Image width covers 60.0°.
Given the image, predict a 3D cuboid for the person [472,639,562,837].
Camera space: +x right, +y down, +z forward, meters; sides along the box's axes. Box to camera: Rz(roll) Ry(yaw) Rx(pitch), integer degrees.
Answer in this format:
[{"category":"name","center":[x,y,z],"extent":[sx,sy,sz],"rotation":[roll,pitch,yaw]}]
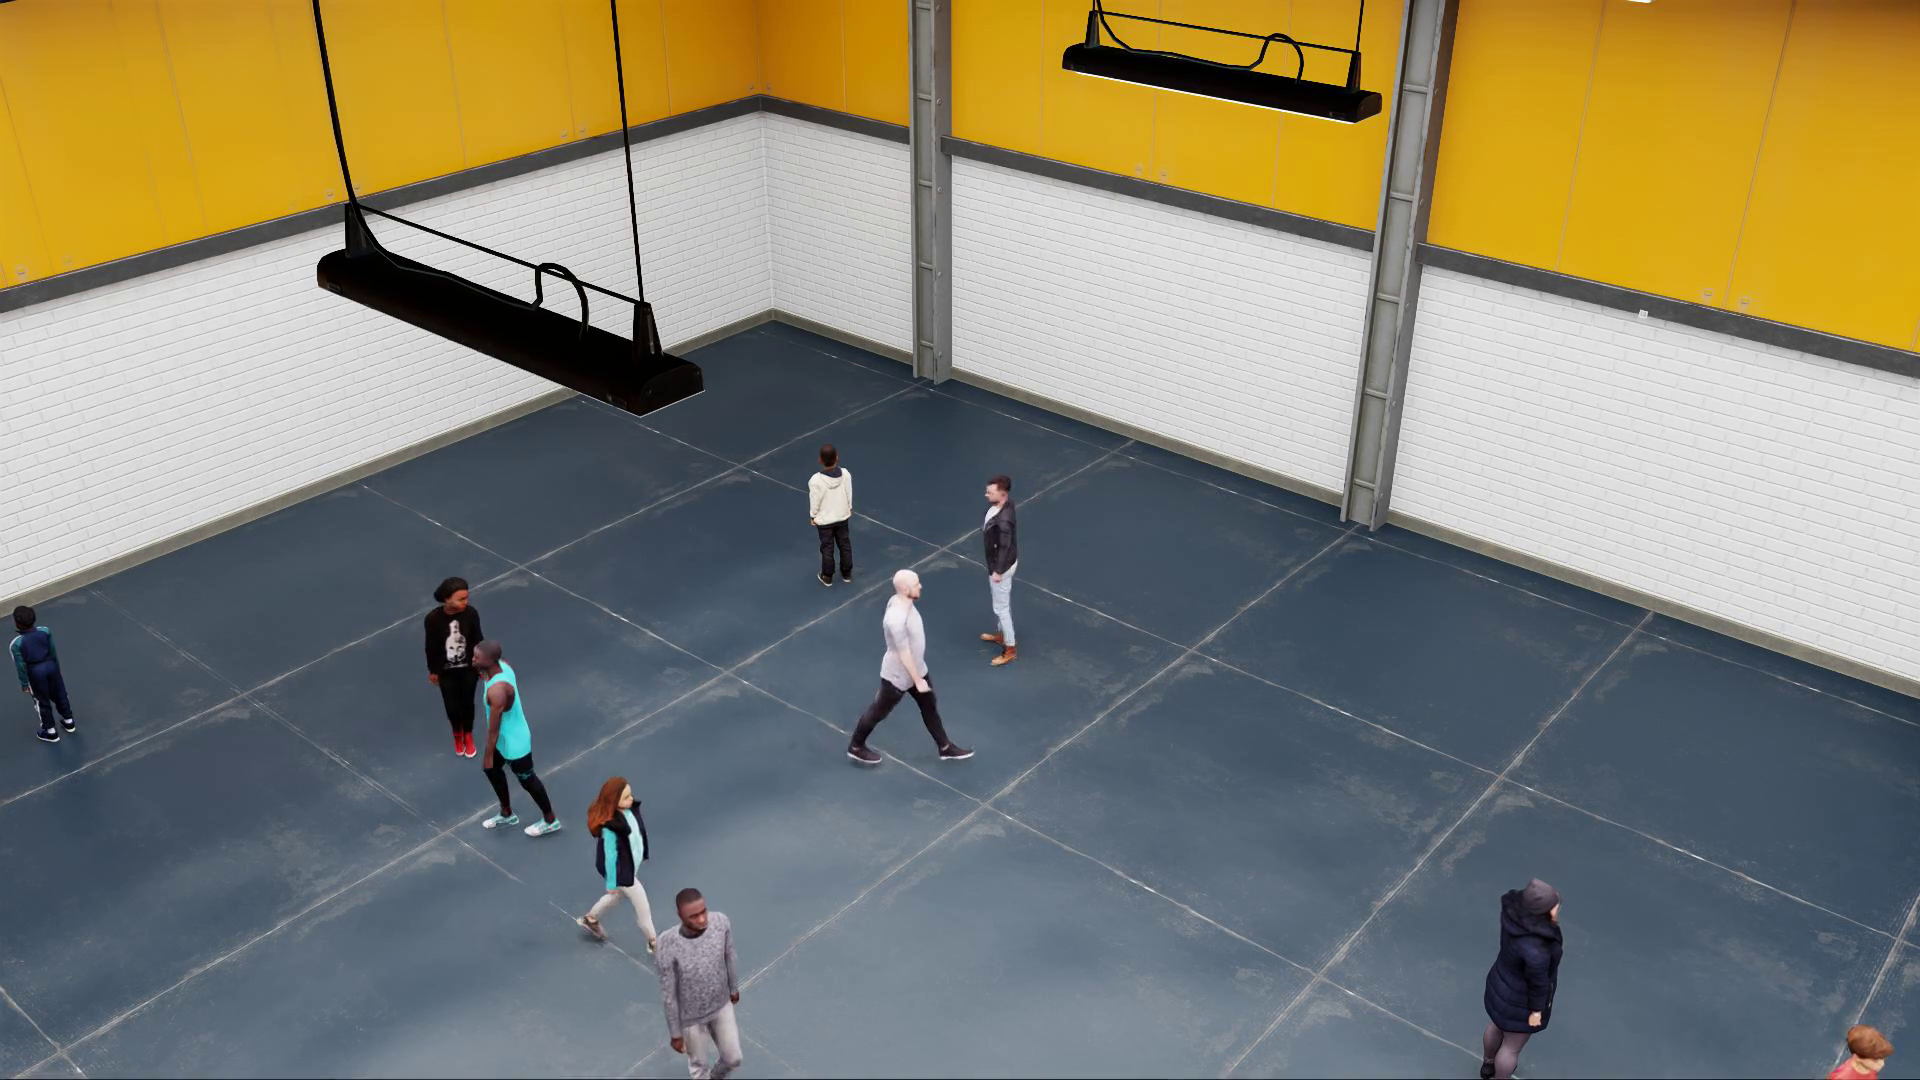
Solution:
[{"category":"person","center":[-3.275,1.505,12.520],"extent":[0.903,1.788,0.878],"rotation":[-7,29,-12]}]

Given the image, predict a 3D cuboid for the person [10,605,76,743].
[{"category":"person","center":[-7.648,1.094,13.829],"extent":[0.511,1.256,0.525],"rotation":[16,32,26]}]

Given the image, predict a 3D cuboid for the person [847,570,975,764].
[{"category":"person","center":[-0.559,1.074,13.322],"extent":[1.346,1.777,1.078],"rotation":[5,29,8]}]

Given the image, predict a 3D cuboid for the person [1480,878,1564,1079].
[{"category":"person","center":[3.462,2.776,10.307],"extent":[0.855,1.675,0.796],"rotation":[-2,29,-4]}]

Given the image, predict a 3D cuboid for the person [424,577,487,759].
[{"category":"person","center":[-4.108,1.004,13.588],"extent":[0.717,1.645,0.728],"rotation":[-9,30,-17]}]

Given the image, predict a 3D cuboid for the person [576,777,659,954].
[{"category":"person","center":[-2.391,2.247,11.493],"extent":[1.069,1.468,0.894],"rotation":[4,29,7]}]

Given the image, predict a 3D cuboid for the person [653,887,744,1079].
[{"category":"person","center":[-1.610,2.794,10.116],"extent":[0.758,1.827,0.715],"rotation":[-19,34,-31]}]

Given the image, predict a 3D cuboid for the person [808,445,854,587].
[{"category":"person","center":[-1.229,-0.238,16.068],"extent":[0.658,1.450,0.665],"rotation":[-11,30,-19]}]

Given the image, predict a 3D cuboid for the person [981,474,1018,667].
[{"category":"person","center":[0.368,0.201,14.872],"extent":[0.787,1.824,0.755],"rotation":[4,29,8]}]

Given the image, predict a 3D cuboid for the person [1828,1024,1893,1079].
[{"category":"person","center":[5.023,3.317,9.617],"extent":[0.716,1.386,0.969],"rotation":[-16,33,-27]}]
